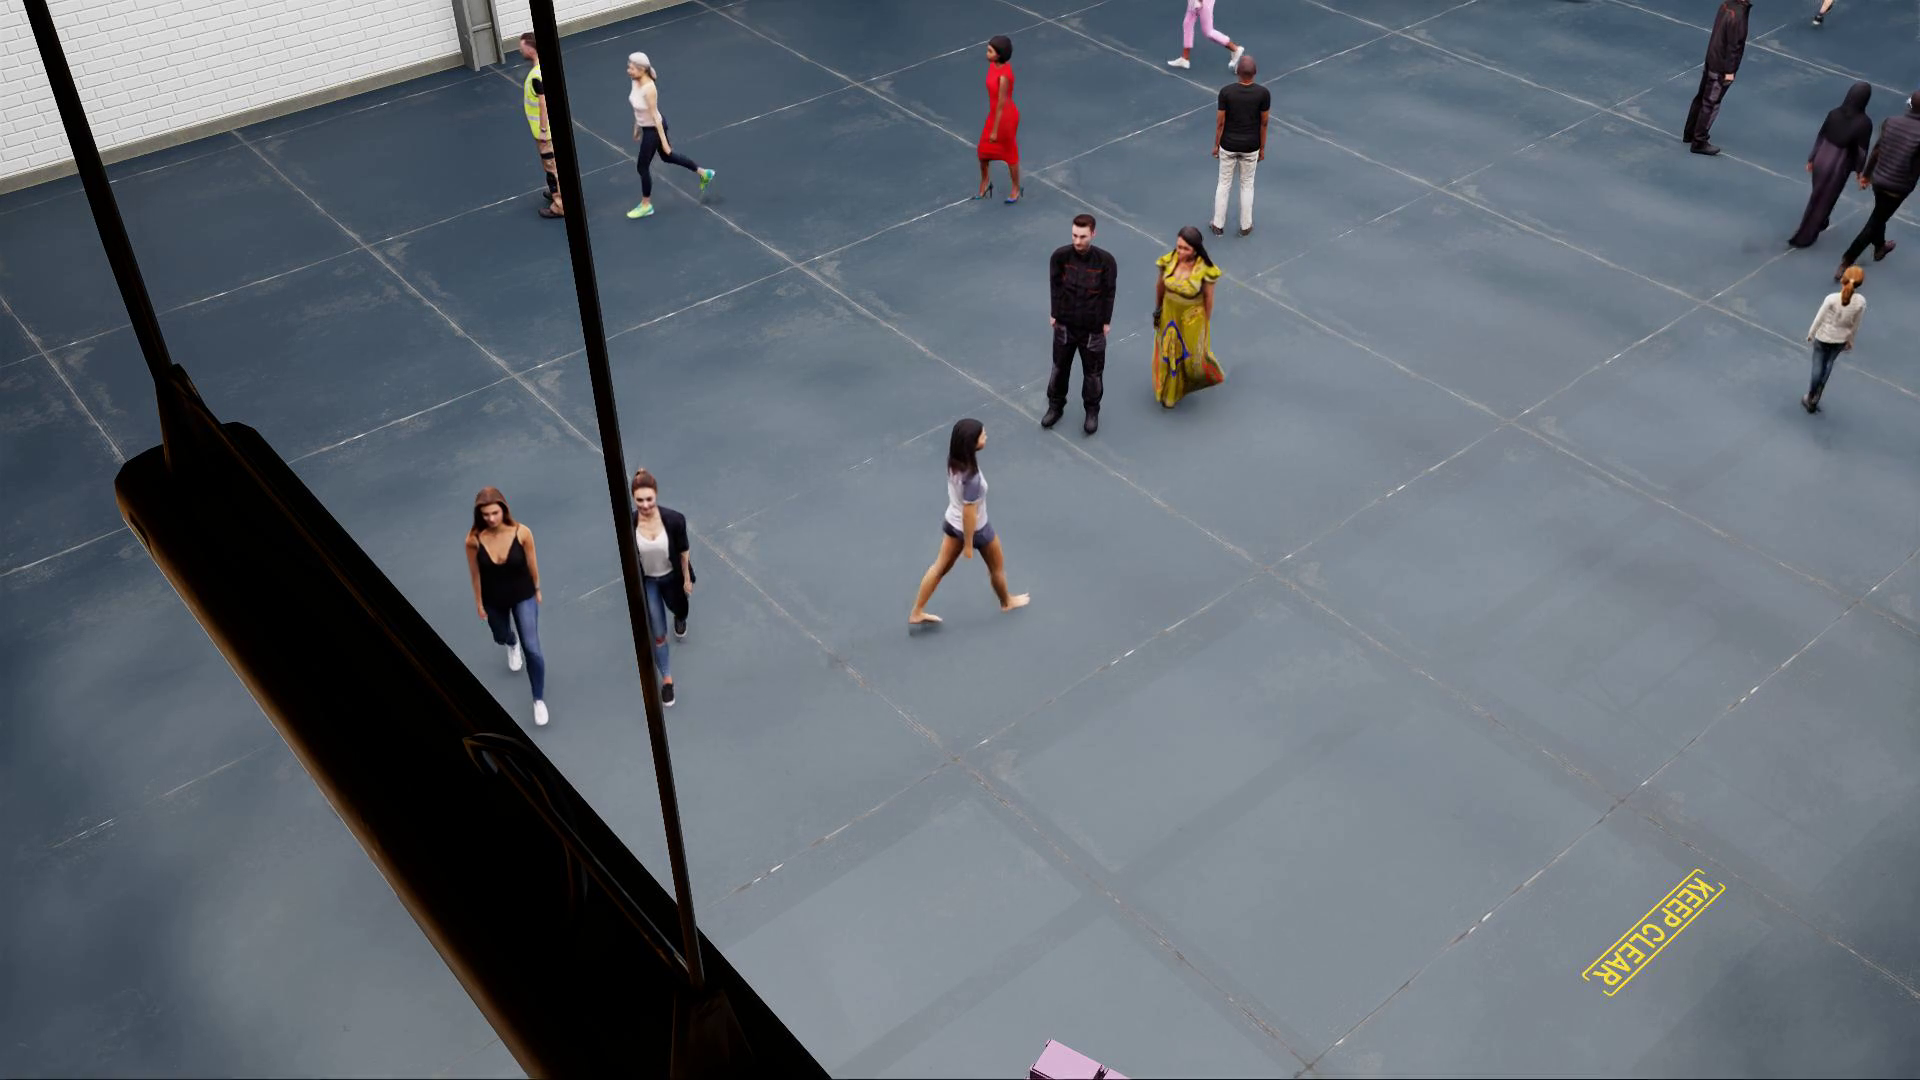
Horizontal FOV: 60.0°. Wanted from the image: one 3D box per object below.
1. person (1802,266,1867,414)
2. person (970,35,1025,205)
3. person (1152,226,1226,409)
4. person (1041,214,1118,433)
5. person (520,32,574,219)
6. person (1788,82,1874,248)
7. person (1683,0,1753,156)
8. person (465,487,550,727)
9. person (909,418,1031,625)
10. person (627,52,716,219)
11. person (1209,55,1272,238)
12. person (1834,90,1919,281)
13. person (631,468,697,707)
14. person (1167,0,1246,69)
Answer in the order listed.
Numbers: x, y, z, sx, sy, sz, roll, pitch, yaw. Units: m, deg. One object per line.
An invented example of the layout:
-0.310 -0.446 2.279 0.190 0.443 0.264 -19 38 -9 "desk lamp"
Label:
7.114 -1.600 13.550 0.582 1.310 0.635 7 39 9 "person"
0.502 -4.114 16.364 0.830 1.727 0.718 -15 41 -18 "person"
1.850 -1.863 13.611 0.965 1.646 1.059 19 42 22 "person"
0.954 -1.733 13.236 0.775 1.911 0.790 9 39 11 "person"
-4.016 -4.057 16.198 0.912 1.846 0.856 1 39 1 "person"
8.213 -3.543 15.742 0.908 1.612 0.726 -16 41 -19 "person"
7.925 -4.969 17.347 0.839 1.837 0.774 4 39 5 "person"
-2.949 0.330 10.832 1.070 1.688 0.973 -6 39 -8 "person"
-0.038 -0.069 11.333 1.204 1.686 0.840 -14 41 -17 "person"
-2.895 -3.966 16.233 1.257 1.660 0.859 -13 41 -16 "person"
2.661 -3.742 15.835 0.752 1.805 0.813 3 39 4 "person"
8.426 -3.197 15.163 1.186 1.794 0.929 -14 41 -17 "person"
-1.976 0.206 11.020 1.158 1.647 1.077 -5 39 -7 "person"
2.864 -6.151 18.930 1.121 1.710 1.039 3 39 4 "person"
